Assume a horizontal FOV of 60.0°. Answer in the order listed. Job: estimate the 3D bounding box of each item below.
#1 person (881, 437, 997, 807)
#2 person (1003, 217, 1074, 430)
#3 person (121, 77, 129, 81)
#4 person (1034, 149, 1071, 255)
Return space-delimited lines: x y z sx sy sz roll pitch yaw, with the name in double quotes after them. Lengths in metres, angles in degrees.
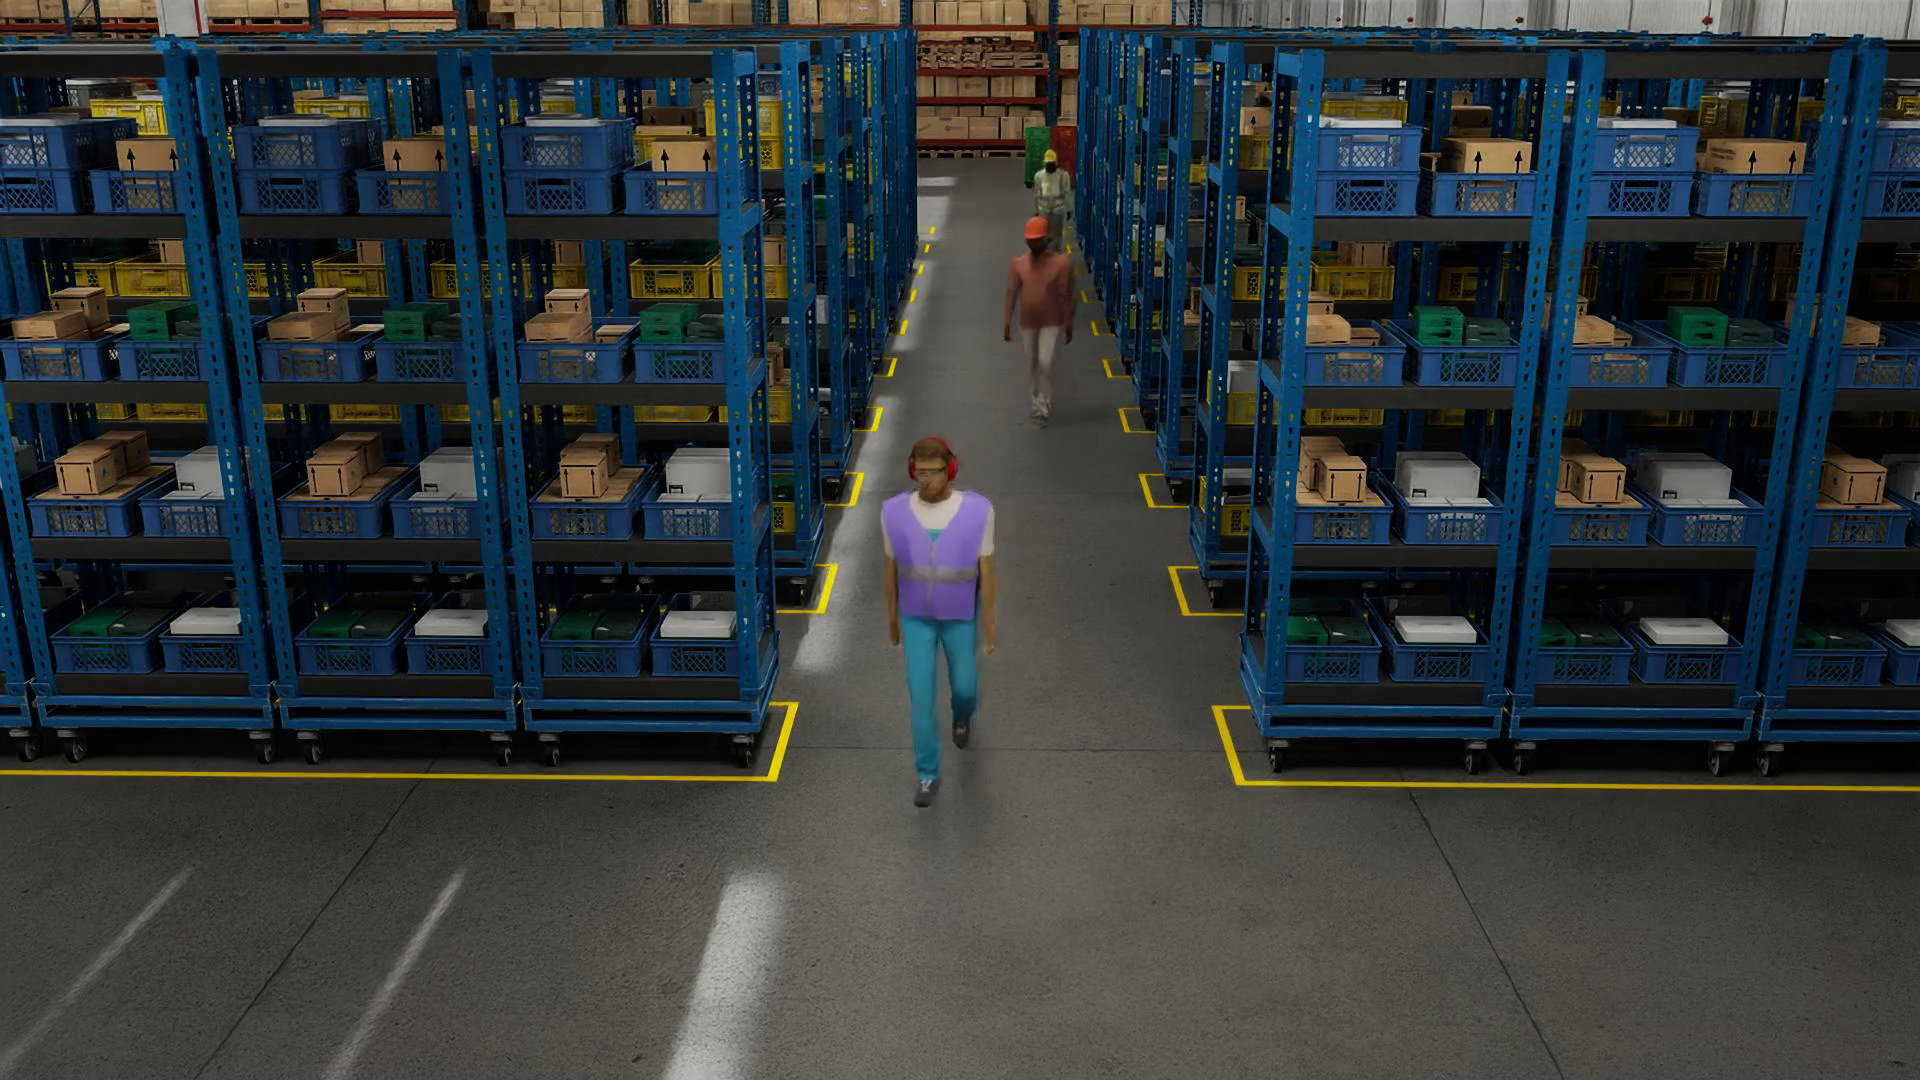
-0.096 0.351 8.242 0.575 1.830 0.674 1 17 5 "person"
0.700 -2.019 15.575 0.651 1.960 0.824 7 19 22 "person"
-27.356 -14.356 55.017 0.980 1.893 0.573 5 18 15 "person"
1.444 -5.188 25.953 0.590 1.809 0.851 2 18 7 "person"
